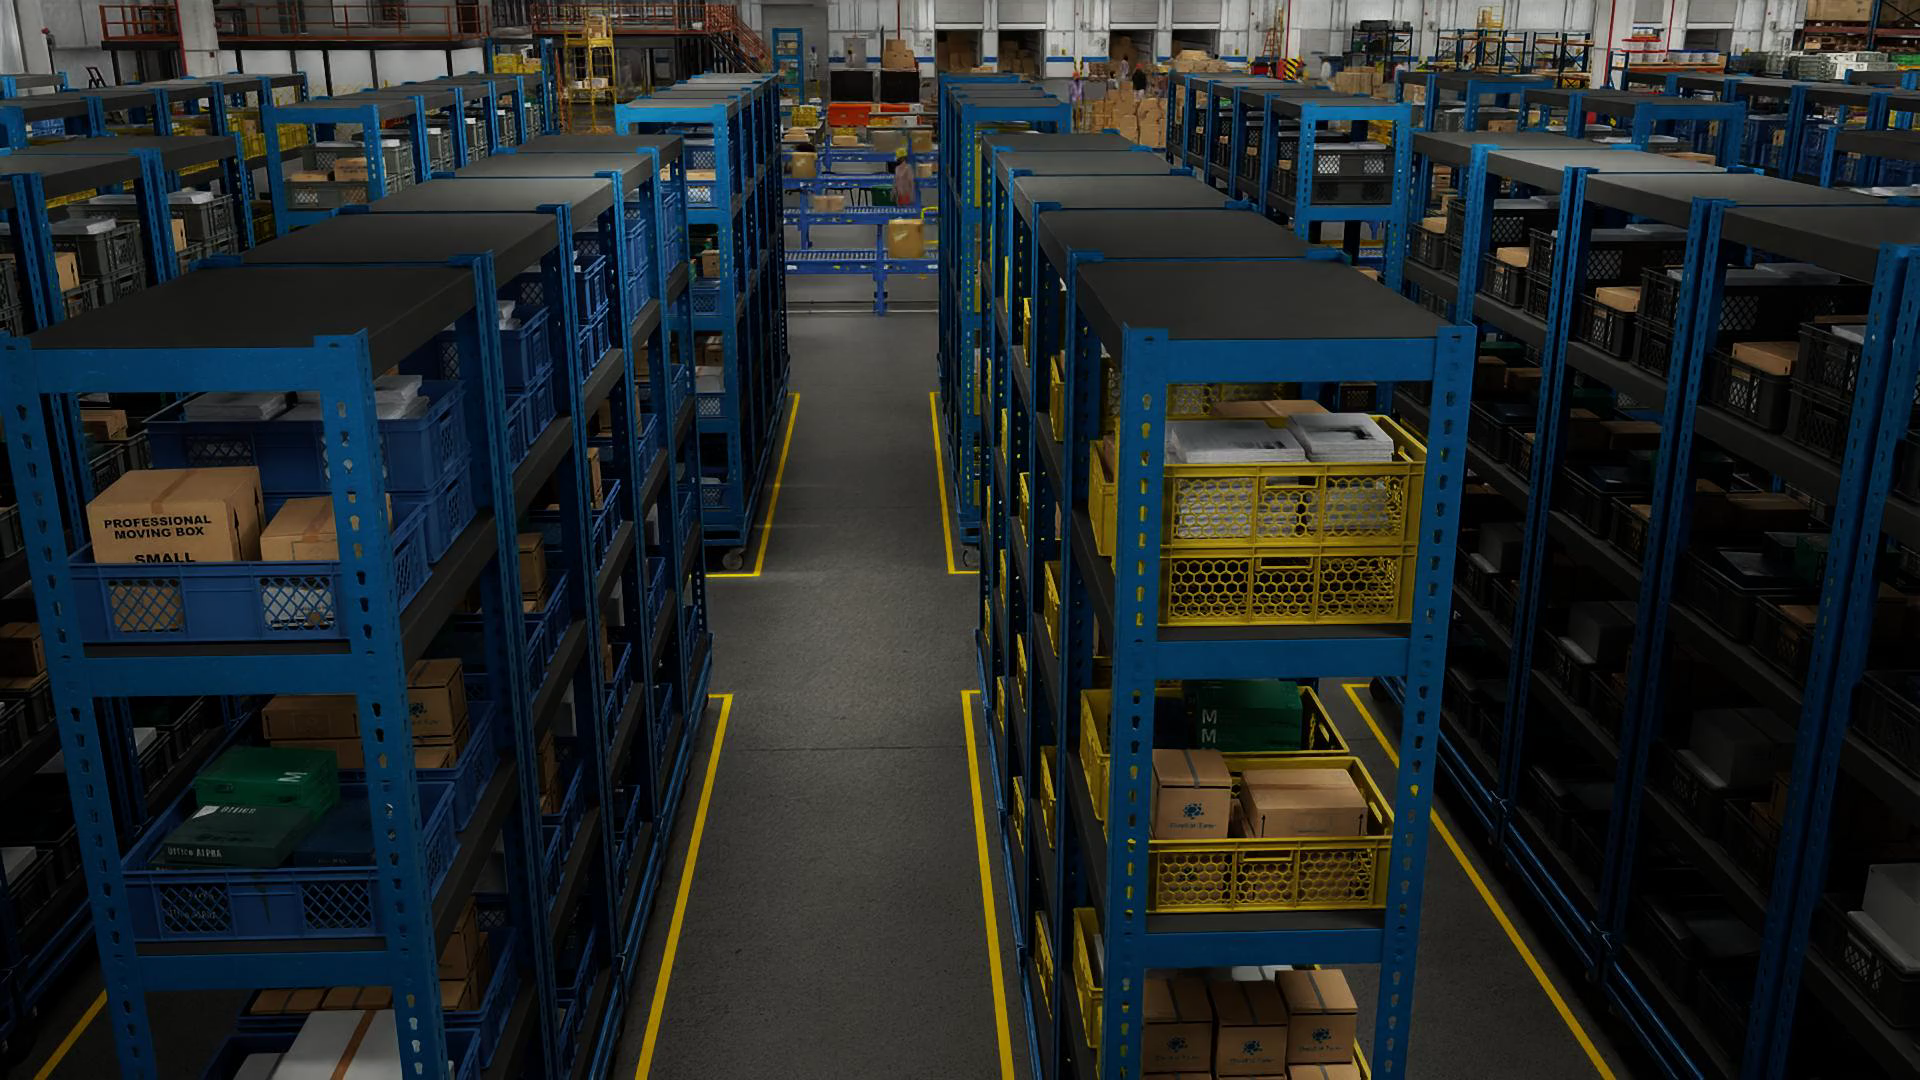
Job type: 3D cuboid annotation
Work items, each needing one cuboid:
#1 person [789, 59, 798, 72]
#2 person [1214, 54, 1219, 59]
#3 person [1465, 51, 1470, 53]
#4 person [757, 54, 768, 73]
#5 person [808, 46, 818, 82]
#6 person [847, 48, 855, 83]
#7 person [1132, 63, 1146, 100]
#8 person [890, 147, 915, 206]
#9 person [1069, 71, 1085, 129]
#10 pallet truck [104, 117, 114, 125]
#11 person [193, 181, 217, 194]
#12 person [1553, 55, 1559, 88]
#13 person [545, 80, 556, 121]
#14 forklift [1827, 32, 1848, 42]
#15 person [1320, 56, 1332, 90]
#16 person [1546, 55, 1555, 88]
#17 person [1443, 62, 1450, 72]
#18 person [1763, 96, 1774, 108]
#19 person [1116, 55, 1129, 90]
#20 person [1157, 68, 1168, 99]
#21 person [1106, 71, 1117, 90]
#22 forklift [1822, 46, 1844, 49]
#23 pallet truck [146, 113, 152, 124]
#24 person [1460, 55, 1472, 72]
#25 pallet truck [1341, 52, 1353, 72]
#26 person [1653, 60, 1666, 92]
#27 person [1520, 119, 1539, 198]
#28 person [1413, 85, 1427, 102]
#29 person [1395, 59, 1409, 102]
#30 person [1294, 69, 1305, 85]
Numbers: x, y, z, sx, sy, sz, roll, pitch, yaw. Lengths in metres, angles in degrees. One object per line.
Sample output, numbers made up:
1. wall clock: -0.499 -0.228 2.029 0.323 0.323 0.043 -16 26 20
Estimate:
1. person: -9.024 -25.791 90.584 0.550 1.937 0.357 -2 18 -7
2. person: 13.506 -24.761 87.780 0.315 1.696 0.540 0 18 1
3. person: 26.591 -24.735 87.389 0.544 1.886 0.937 -15 23 -39
4. person: -10.053 -23.775 84.523 0.649 1.823 0.458 -8 20 -23
5. person: -8.286 -26.916 94.046 0.614 1.947 0.389 -16 24 -41
6. person: -6.100 -26.421 92.585 0.409 1.912 0.585 -11 21 -29
7. person: 7.247 -18.276 67.288 0.628 1.968 0.643 9 20 27
8. person: -1.082 -6.372 30.775 0.406 1.755 0.540 -11 21 -30
9. person: 4.158 -15.478 58.558 0.633 2.002 0.841 -5 18 -14
10. pallet truck: -18.367 -7.885 35.078 1.885 1.965 0.823 1 18 2
11. person: -11.917 -4.955 26.345 0.779 1.784 0.613 7 19 20
12. person: 29.919 -23.425 83.488 0.931 1.797 0.530 11 21 31
13. person: -15.479 -16.696 62.526 0.337 1.882 0.584 14 22 36
14. forklift: 46.023 -25.321 87.619 1.129 2.768 1.873 -1 18 -2
15. person: 17.216 -21.722 78.029 0.662 1.914 0.663 -16 24 -40
16. person: 28.668 -22.533 80.603 1.029 1.865 0.586 5 19 16
17. person: 21.908 -20.685 75.094 0.320 1.742 0.492 7 19 20
18. person: 29.581 -16.132 60.884 0.849 1.836 0.516 -13 22 -36
19. person: 8.239 -23.467 83.615 0.931 1.806 0.637 0 18 0
20. person: 8.390 -18.594 68.661 0.532 1.708 0.910 -1 18 -2
21. person: 5.682 -16.613 62.300 0.314 1.867 0.547 -16 24 -41
22. forklift: 31.367 -16.356 59.879 1.129 2.768 1.873 -1 18 -2
23. pallet truck: -18.087 -8.309 36.390 1.885 1.965 0.823 -1 18 -4
24. person: 23.897 -21.933 78.676 0.391 1.920 0.593 -15 23 -38
25. pallet truck: 18.794 -23.123 82.231 0.823 1.965 1.885 -13 22 -35
26. person: 30.185 -19.736 71.812 0.386 1.956 0.610 -9 20 -25
27. person: 13.054 -8.631 37.748 0.406 1.787 0.718 -9 20 -25
28. person: 16.250 -15.567 58.944 0.552 1.936 0.358 -11 21 -30
29. person: 19.916 -20.729 75.000 0.639 1.894 1.014 -7 19 -21
30. person: 12.212 -16.043 60.254 0.549 2.000 0.710 11 21 30
